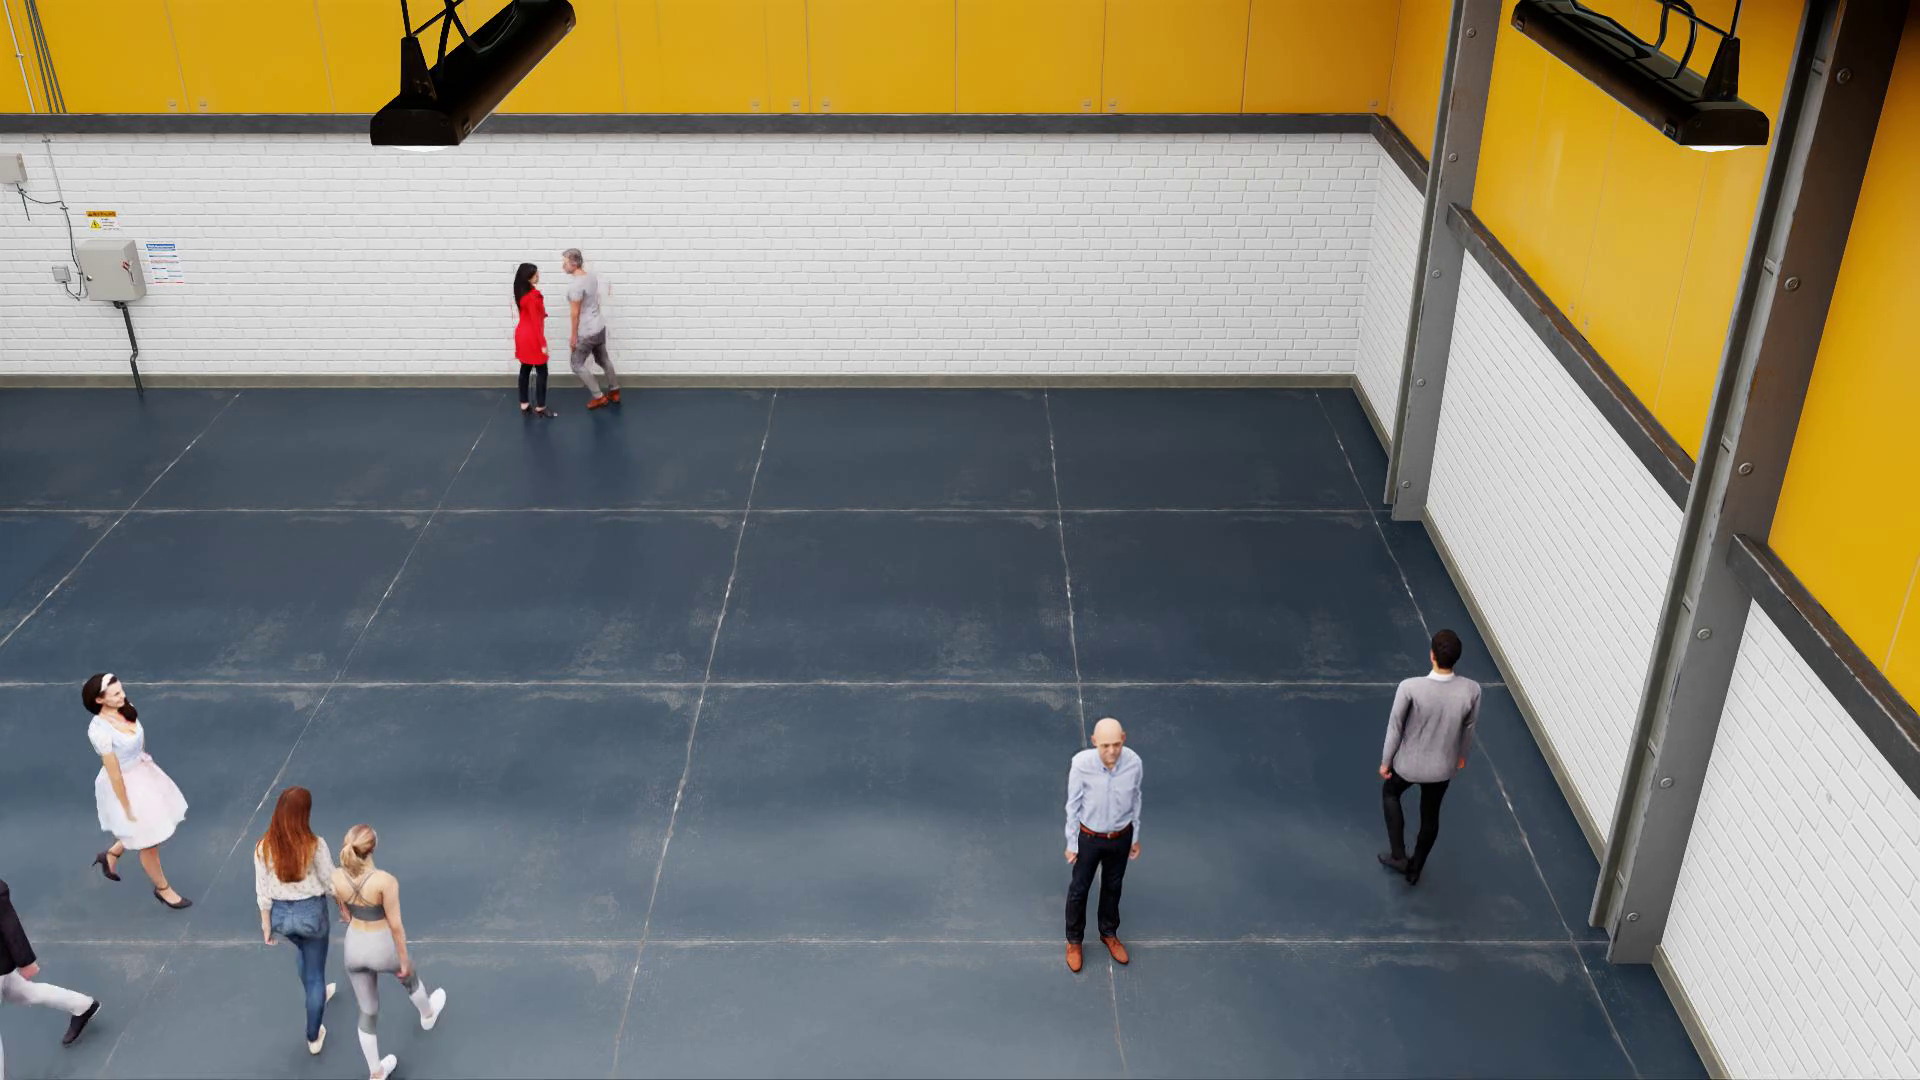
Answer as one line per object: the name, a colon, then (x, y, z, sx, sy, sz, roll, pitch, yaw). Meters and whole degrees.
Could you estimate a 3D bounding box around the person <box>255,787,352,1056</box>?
person: (-3.839, 2.237, 9.597, 0.588, 1.692, 0.753, -5, 29, -9)

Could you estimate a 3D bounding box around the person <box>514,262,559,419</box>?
person: (-4.525, -2.083, 17.472, 0.816, 1.736, 0.732, -20, 34, -32)

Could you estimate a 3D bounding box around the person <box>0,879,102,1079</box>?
person: (-5.365, 2.316, 9.339, 1.072, 1.801, 1.303, 16, 32, 27)

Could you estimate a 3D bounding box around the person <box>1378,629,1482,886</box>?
person: (3.032, 1.476, 10.762, 0.762, 1.914, 0.630, -1, 29, -2)

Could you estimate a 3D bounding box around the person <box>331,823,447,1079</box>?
person: (-3.327, 2.389, 9.346, 0.631, 1.668, 0.984, 1, 29, 3)

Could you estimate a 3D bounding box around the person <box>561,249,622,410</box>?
person: (-3.888, -2.188, 17.599, 0.822, 1.797, 0.642, 9, 30, 16)

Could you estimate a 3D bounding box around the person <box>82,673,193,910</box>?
person: (-5.362, 1.629, 10.595, 0.730, 1.805, 0.830, 1, 29, 1)

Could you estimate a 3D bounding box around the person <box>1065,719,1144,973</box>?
person: (0.878, 1.840, 10.223, 0.679, 1.791, 0.620, -5, 29, -10)
